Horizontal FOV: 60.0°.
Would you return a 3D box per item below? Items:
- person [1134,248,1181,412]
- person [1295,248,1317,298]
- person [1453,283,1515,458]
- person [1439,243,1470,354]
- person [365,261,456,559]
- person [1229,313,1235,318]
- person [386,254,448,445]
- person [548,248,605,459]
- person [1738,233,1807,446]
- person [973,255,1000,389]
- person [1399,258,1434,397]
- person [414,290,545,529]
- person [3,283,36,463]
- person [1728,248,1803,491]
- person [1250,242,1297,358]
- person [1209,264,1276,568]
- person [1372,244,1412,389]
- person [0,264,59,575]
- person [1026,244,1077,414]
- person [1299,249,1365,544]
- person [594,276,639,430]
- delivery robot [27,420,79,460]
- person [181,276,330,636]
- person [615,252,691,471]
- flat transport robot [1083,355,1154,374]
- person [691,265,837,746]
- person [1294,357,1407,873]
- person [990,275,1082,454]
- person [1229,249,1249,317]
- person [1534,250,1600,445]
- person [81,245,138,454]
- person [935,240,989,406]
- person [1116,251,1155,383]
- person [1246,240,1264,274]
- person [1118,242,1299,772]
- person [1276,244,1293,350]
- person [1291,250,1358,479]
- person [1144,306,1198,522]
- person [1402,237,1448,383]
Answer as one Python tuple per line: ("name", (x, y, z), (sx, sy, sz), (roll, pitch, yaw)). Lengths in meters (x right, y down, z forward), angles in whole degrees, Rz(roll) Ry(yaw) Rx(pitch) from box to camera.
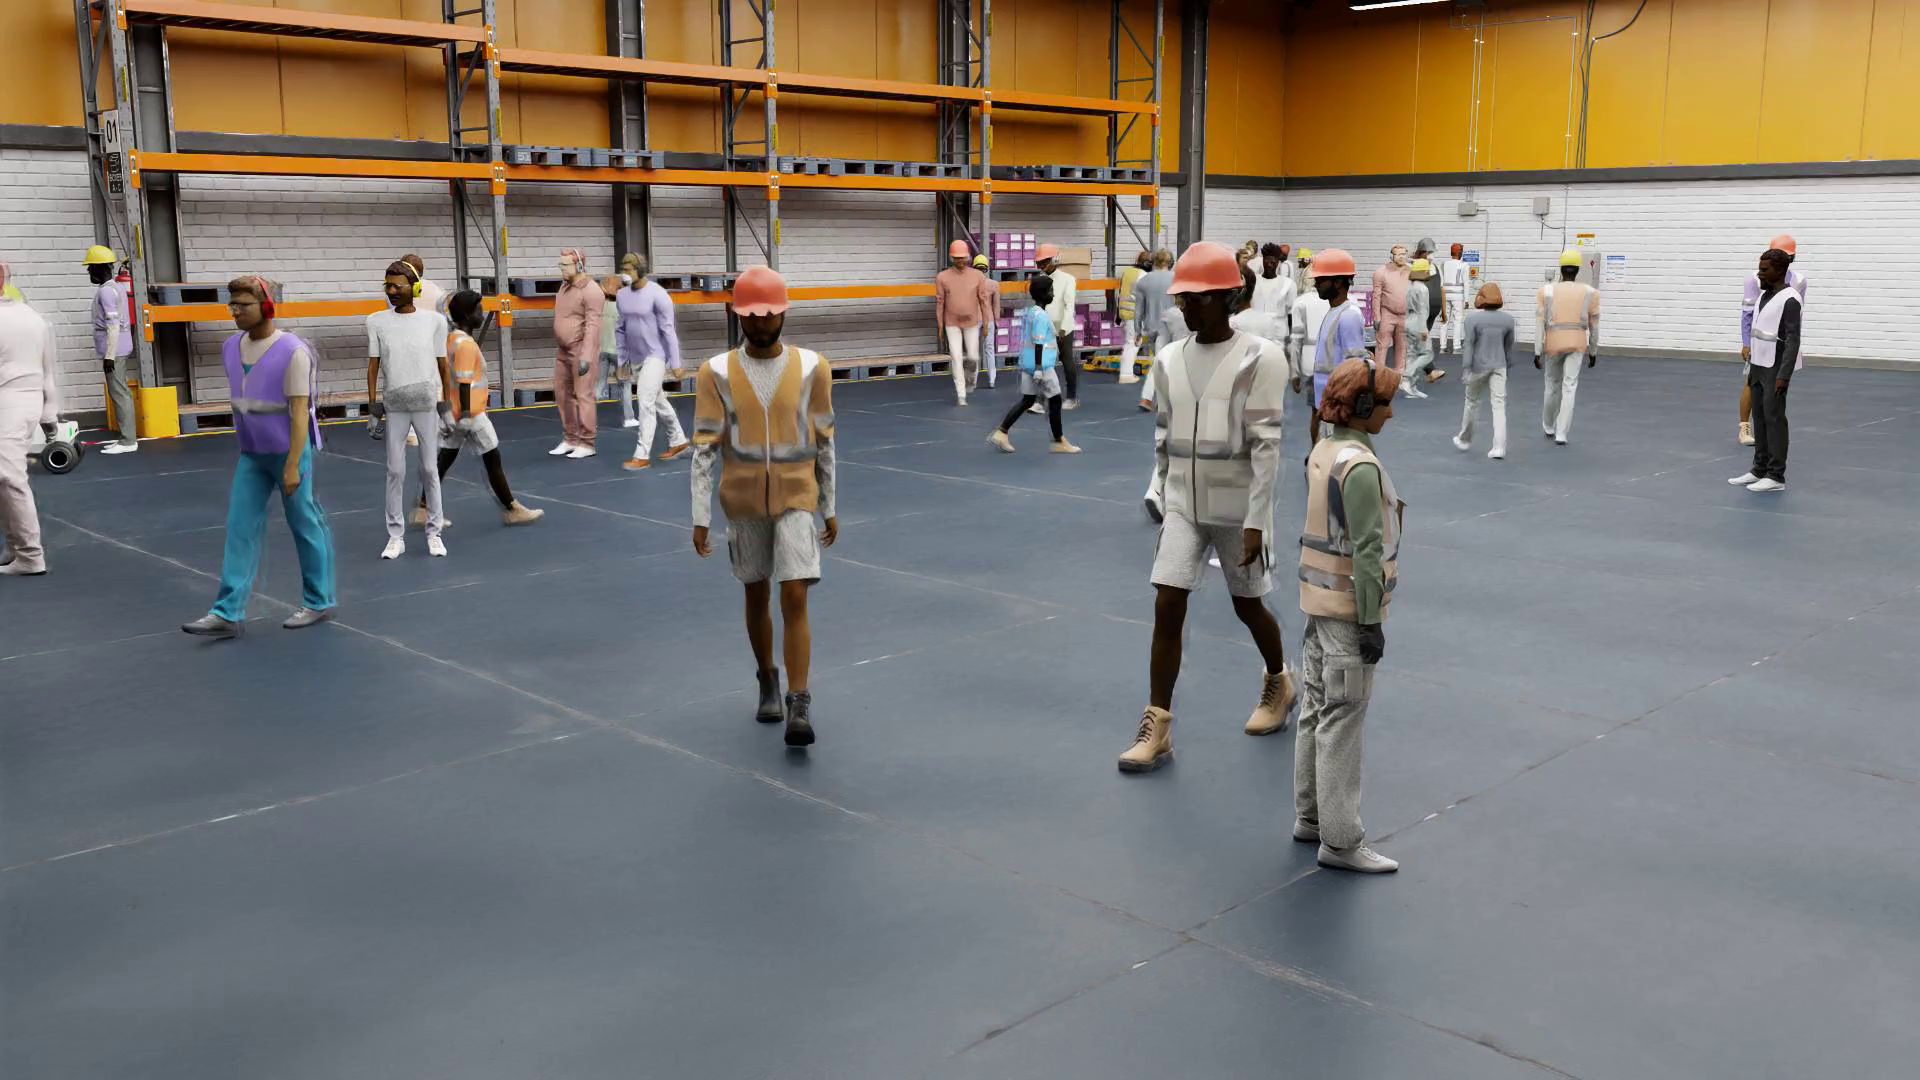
("person", (2.314, -2.432, 19.277), (0.616, 1.886, 1.055), (8, 13, 37))
("person", (5.903, -4.084, 28.457), (0.624, 1.798, 0.628), (0, 10, -1))
("person", (4.834, -1.565, 15.298), (0.519, 1.583, 0.878), (-1, 10, -5))
("person", (8.440, -4.121, 28.442), (0.337, 1.882, 0.584), (-9, 14, -42))
("person", (-3.450, -0.811, 10.449), (0.530, 1.864, 0.314), (-3, 11, -15))
("person", (3.399, -2.928, 22.333), (0.544, 1.726, 0.823), (4, 11, 23))
("person", (-5.262, -1.837, 16.104), (0.621, 1.845, 0.429), (-10, 14, -44))
("person", (-3.495, -1.695, 15.168), (0.669, 1.904, 0.424), (10, 15, 44))
("person", (7.822, -1.916, 16.003), (0.606, 2.038, 0.395), (0, 10, -2))
("person", (0.265, -2.869, 21.941), (0.534, 1.767, 0.314), (-3, 11, -15))
("person", (5.688, -2.625, 20.676), (0.379, 1.731, 0.503), (-2, 11, -9))
("person", (-3.381, -0.889, 11.454), (0.876, 1.646, 0.542), (-5, 12, -27))
("person", (-8.420, -1.554, 14.571), (0.430, 1.841, 0.624), (2, 11, 13))
("person", (6.466, -1.350, 13.243), (0.375, 1.915, 0.598), (0, 10, 2))
("person", (3.222, -2.147, 17.489), (0.638, 1.947, 0.461), (4, 11, 19))
("person", (1.713, -0.739, 10.108), (0.490, 1.853, 0.367), (-9, 14, -40))
("person", (5.741, -2.933, 21.901), (0.643, 1.909, 0.400), (-2, 11, -10))
("person", (-5.750, -0.718, 9.862), (0.616, 1.885, 0.679), (1, 10, 7))
("person", (1.076, -2.421, 19.066), (0.599, 1.930, 1.048), (6, 12, 30))
("person", (2.368, -0.871, 10.573), (0.376, 1.935, 0.550), (0, 10, 0))
("person", (-3.670, -1.951, 17.382), (0.509, 1.603, 0.784), (5, 11, 23))
("delivery robot", (-7.935, -0.890, 14.194), (0.707, 0.478, 0.477), (-4, 11, -20))
("person", (-3.541, -0.398, 8.322), (0.601, 1.807, 0.881), (5, 11, 25))
("person", (-2.701, -1.586, 14.653), (0.649, 1.892, 0.939), (8, 13, 37))
("flat transport robot", (2.567, -2.594, 24.516), (0.652, 0.197, 1.431), (-10, 14, -44))
("person", (-0.778, -0.124, 6.607), (0.576, 1.892, 0.941), (-1, 10, -5))
("person", (1.242, 0.237, 5.350), (0.308, 1.640, 0.511), (-1, 10, -4))
("person", (0.686, -1.613, 15.369), (0.824, 1.662, 0.533), (-1, 10, -7))
("person", (4.353, -3.601, 25.820), (0.526, 1.802, 0.908), (-3, 11, -14))
("person", (5.959, -1.904, 16.371), (0.608, 1.869, 0.994), (3, 11, 16))
("person", (-7.894, -1.761, 15.453), (0.373, 1.925, 0.595), (-4, 11, -20))
("person", (0.023, -2.600, 19.926), (0.647, 1.964, 0.704), (0, 10, -1))
("person", (2.421, -3.036, 22.770), (0.557, 1.802, 0.676), (-4, 11, -22))
("person", (4.977, -4.141, 28.406), (0.379, 1.940, 0.629), (-9, 14, -41))
("person", (1.006, -0.151, 6.477), (0.607, 2.007, 1.018), (8, 13, 38))
("person", (5.646, -4.219, 29.044), (0.595, 1.858, 0.686), (4, 11, 22))
("person", (2.986, -1.432, 13.735), (0.544, 1.914, 0.894), (6, 12, 28))
("person", (1.616, -1.043, 11.824), (0.524, 1.834, 0.875), (8, 13, 36))
("person", (6.450, -3.203, 23.011), (0.703, 2.000, 1.003), (-6, 12, -28))
